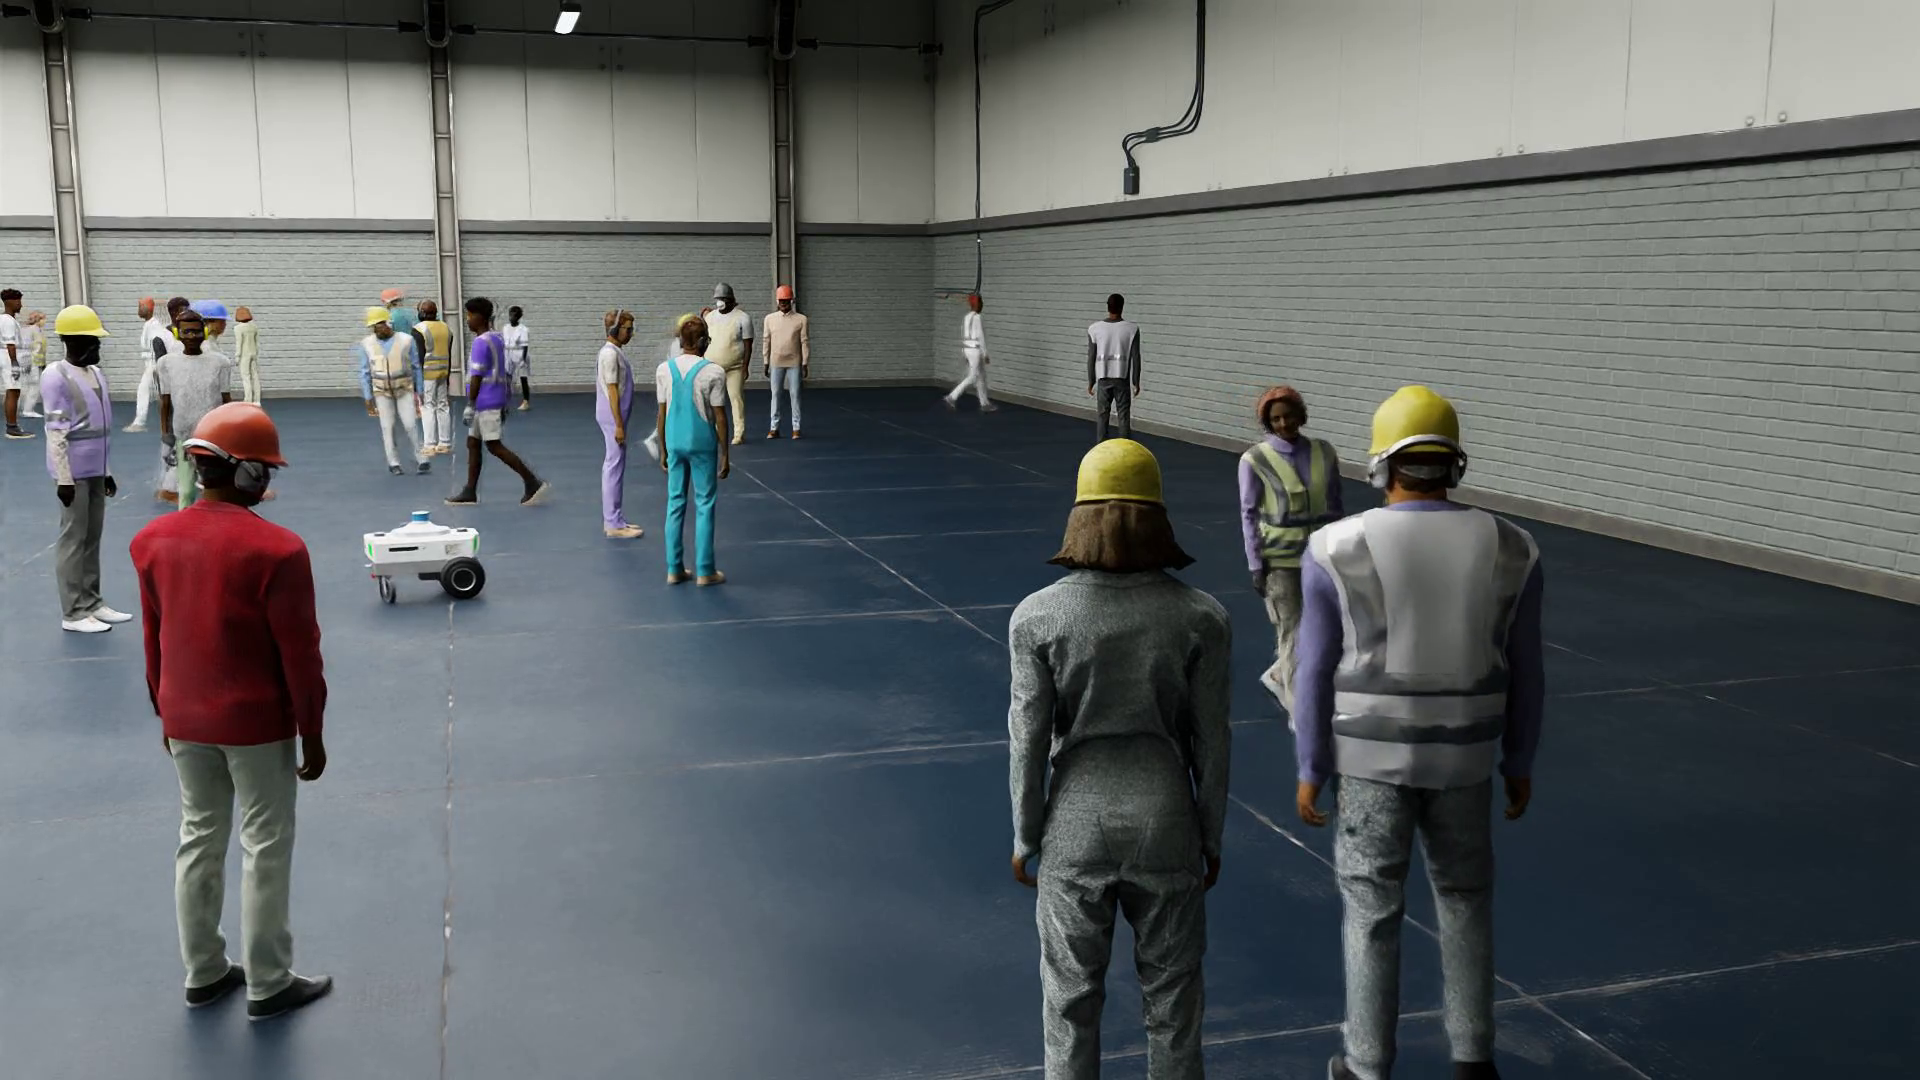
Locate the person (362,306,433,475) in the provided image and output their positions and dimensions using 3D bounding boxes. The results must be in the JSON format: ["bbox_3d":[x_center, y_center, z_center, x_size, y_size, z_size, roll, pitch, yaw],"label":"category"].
[{"bbox_3d":[-5.976,-1.569,17.629,0.702,1.802,0.470,-1,9,-7],"label":"person"}]

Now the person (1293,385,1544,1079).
[{"bbox_3d":[1.128,0.532,4.136,0.615,1.820,0.445,0,9,-3],"label":"person"}]

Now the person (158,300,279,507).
[{"bbox_3d":[-6.902,-1.244,15.256,1.021,1.897,0.643,-2,9,-14],"label":"person"}]

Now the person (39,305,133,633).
[{"bbox_3d":[-5.188,-0.423,9.868,0.387,1.927,0.589,-1,9,-3],"label":"person"}]

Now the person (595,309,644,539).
[{"bbox_3d":[-2.756,-0.931,13.391,0.344,1.839,0.504,-2,9,-14],"label":"person"}]

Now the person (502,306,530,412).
[{"bbox_3d":[-6.971,-2.828,26.027,0.546,1.654,0.766,3,9,19],"label":"person"}]

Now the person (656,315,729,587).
[{"bbox_3d":[-1.800,-0.593,11.258,0.517,1.836,0.349,2,9,15],"label":"person"}]

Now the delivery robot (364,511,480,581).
[{"bbox_3d":[-3.519,0.056,10.874,0.707,0.478,0.477,-4,10,-21],"label":"delivery robot"}]

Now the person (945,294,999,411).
[{"bbox_3d":[0.188,-2.933,26.125,0.846,1.858,0.586,-2,9,-14],"label":"person"}]

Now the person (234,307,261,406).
[{"bbox_3d":[-11.563,-2.955,26.955,0.278,1.632,0.507,2,9,16],"label":"person"}]

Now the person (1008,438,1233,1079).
[{"bbox_3d":[0.347,0.645,3.664,0.484,1.736,0.308,0,9,2],"label":"person"}]

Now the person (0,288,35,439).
[{"bbox_3d":[-12.406,-2.312,21.795,0.365,1.962,0.613,-6,11,-33],"label":"person"}]

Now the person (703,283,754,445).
[{"bbox_3d":[-2.960,-2.211,20.910,0.678,2.000,0.537,3,9,18],"label":"person"}]

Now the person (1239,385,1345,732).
[{"bbox_3d":[1.503,0.098,7.563,0.555,1.607,0.464,-4,10,-22],"label":"person"}]

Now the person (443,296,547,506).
[{"bbox_3d":[-4.261,-1.258,15.199,0.922,1.937,0.615,-1,9,-6],"label":"person"}]

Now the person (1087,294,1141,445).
[{"bbox_3d":[1.731,-1.804,18.709,0.596,1.917,0.372,2,9,12],"label":"person"}]

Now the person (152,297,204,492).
[{"bbox_3d":[-7.614,-1.414,16.263,0.392,1.911,0.584,2,9,15],"label":"person"}]

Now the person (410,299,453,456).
[{"bbox_3d":[-6.274,-1.919,19.681,0.429,1.842,0.634,4,10,22],"label":"person"}]

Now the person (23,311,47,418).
[{"bbox_3d":[-13.868,-2.622,24.907,0.429,1.613,0.535,-2,9,-12],"label":"person"}]

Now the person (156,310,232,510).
[{"bbox_3d":[-5.498,-0.726,12.018,0.508,1.863,0.327,-4,10,-23],"label":"person"}]

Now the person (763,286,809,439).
[{"bbox_3d":[-2.271,-2.307,21.670,0.608,1.995,0.377,1,9,4],"label":"person"}]

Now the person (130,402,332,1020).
[{"bbox_3d":[-2.022,0.482,4.699,0.574,1.738,0.355,3,9,17],"label":"person"}]

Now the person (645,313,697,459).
[{"bbox_3d":[-3.192,-1.696,18.724,0.676,1.707,0.495,-8,12,-42],"label":"person"}]

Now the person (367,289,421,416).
[{"bbox_3d":[-8.504,-2.813,25.086,1.016,1.945,0.623,1,9,5],"label":"person"}]
